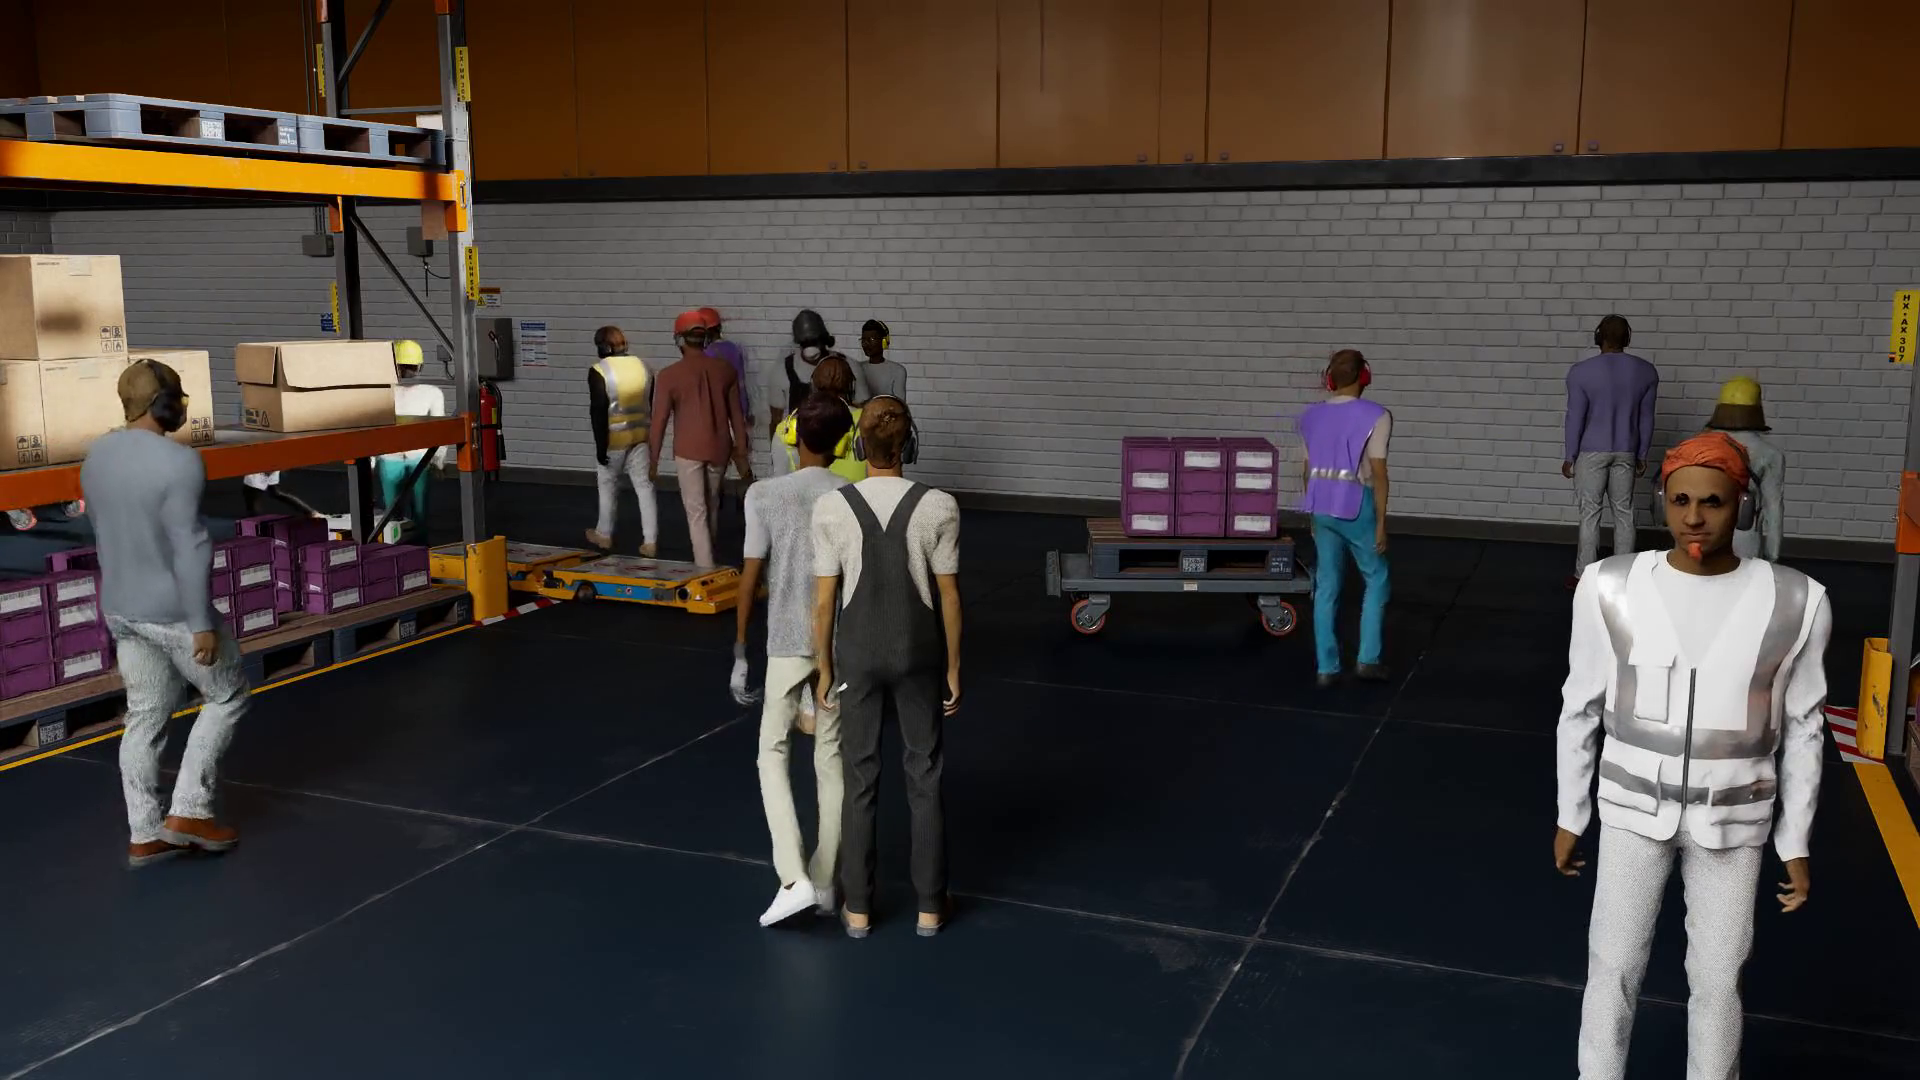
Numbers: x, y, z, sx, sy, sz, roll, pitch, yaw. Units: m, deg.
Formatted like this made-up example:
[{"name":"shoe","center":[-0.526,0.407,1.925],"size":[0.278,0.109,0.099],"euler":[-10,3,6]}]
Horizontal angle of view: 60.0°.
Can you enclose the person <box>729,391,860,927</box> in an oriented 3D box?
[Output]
[{"name":"person","center":[-0.502,0.413,5.770],"size":[0.574,1.833,0.606],"euler":[-3,10,-19]}]

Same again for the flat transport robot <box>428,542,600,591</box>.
[{"name":"flat transport robot","center":[-3.316,0.167,11.979],"size":[1.431,0.197,0.652],"euler":[5,11,29]}]

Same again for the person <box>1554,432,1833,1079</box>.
[{"name":"person","center":[1.733,0.680,3.995],"size":[0.584,1.882,0.337],"euler":[4,10,25]}]

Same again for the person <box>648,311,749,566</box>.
[{"name":"person","center":[-1.857,-0.602,11.555],"size":[0.673,1.950,0.895],"euler":[-6,11,-34]}]

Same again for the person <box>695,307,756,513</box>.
[{"name":"person","center":[-2.184,-1.188,15.293],"size":[0.886,1.881,0.562],"euler":[3,10,19]}]

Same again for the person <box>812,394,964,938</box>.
[{"name":"person","center":[-0.239,0.432,5.614],"size":[0.504,1.847,0.345],"euler":[0,9,1]}]

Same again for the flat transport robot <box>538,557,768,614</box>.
[{"name":"flat transport robot","center":[-2.080,0.287,11.250],"size":[1.431,0.197,0.652],"euler":[4,10,25]}]

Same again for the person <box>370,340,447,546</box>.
[{"name":"person","center":[-3.997,-0.576,12.048],"size":[0.555,1.747,0.469],"euler":[-4,10,-25]}]

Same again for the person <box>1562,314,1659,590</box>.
[{"name":"person","center":[4.479,-0.591,11.533],"size":[0.632,1.940,0.372],"euler":[-1,9,-3]}]

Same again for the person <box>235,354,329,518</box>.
[{"name":"person","center":[-5.367,-0.700,13.043],"size":[0.771,1.662,0.551],"euler":[-6,11,-31]}]

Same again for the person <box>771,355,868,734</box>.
[{"name":"person","center":[-0.608,0.026,8.089],"size":[0.633,1.843,0.429],"euler":[-2,10,-14]}]

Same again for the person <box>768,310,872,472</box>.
[{"name":"person","center":[-0.956,-0.670,11.703],"size":[0.761,2.000,0.996],"euler":[-2,10,-13]}]

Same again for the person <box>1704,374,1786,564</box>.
[{"name":"person","center":[3.887,0.023,8.444],"size":[0.496,1.722,0.650],"euler":[8,12,40]}]

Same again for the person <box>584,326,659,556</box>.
[{"name":"person","center":[-2.702,-0.778,13.123],"size":[0.659,1.789,0.913],"euler":[-9,13,-44]}]

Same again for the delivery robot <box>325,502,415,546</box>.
[{"name":"delivery robot","center":[-4.346,-0.059,12.207],"size":[0.707,0.478,0.477],"euler":[3,10,15]}]

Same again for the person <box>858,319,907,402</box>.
[{"name":"person","center":[-0.642,-0.714,12.501],"size":[0.510,1.868,0.328],"euler":[5,11,27]}]

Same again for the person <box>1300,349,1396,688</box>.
[{"name":"person","center":[2.125,-0.115,9.005],"size":[0.642,1.814,0.602],"euler":[-8,12,-41]}]

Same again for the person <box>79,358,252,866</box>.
[{"name":"person","center":[-2.998,0.277,6.317],"size":[0.658,1.921,0.512],"euler":[5,11,28]}]
